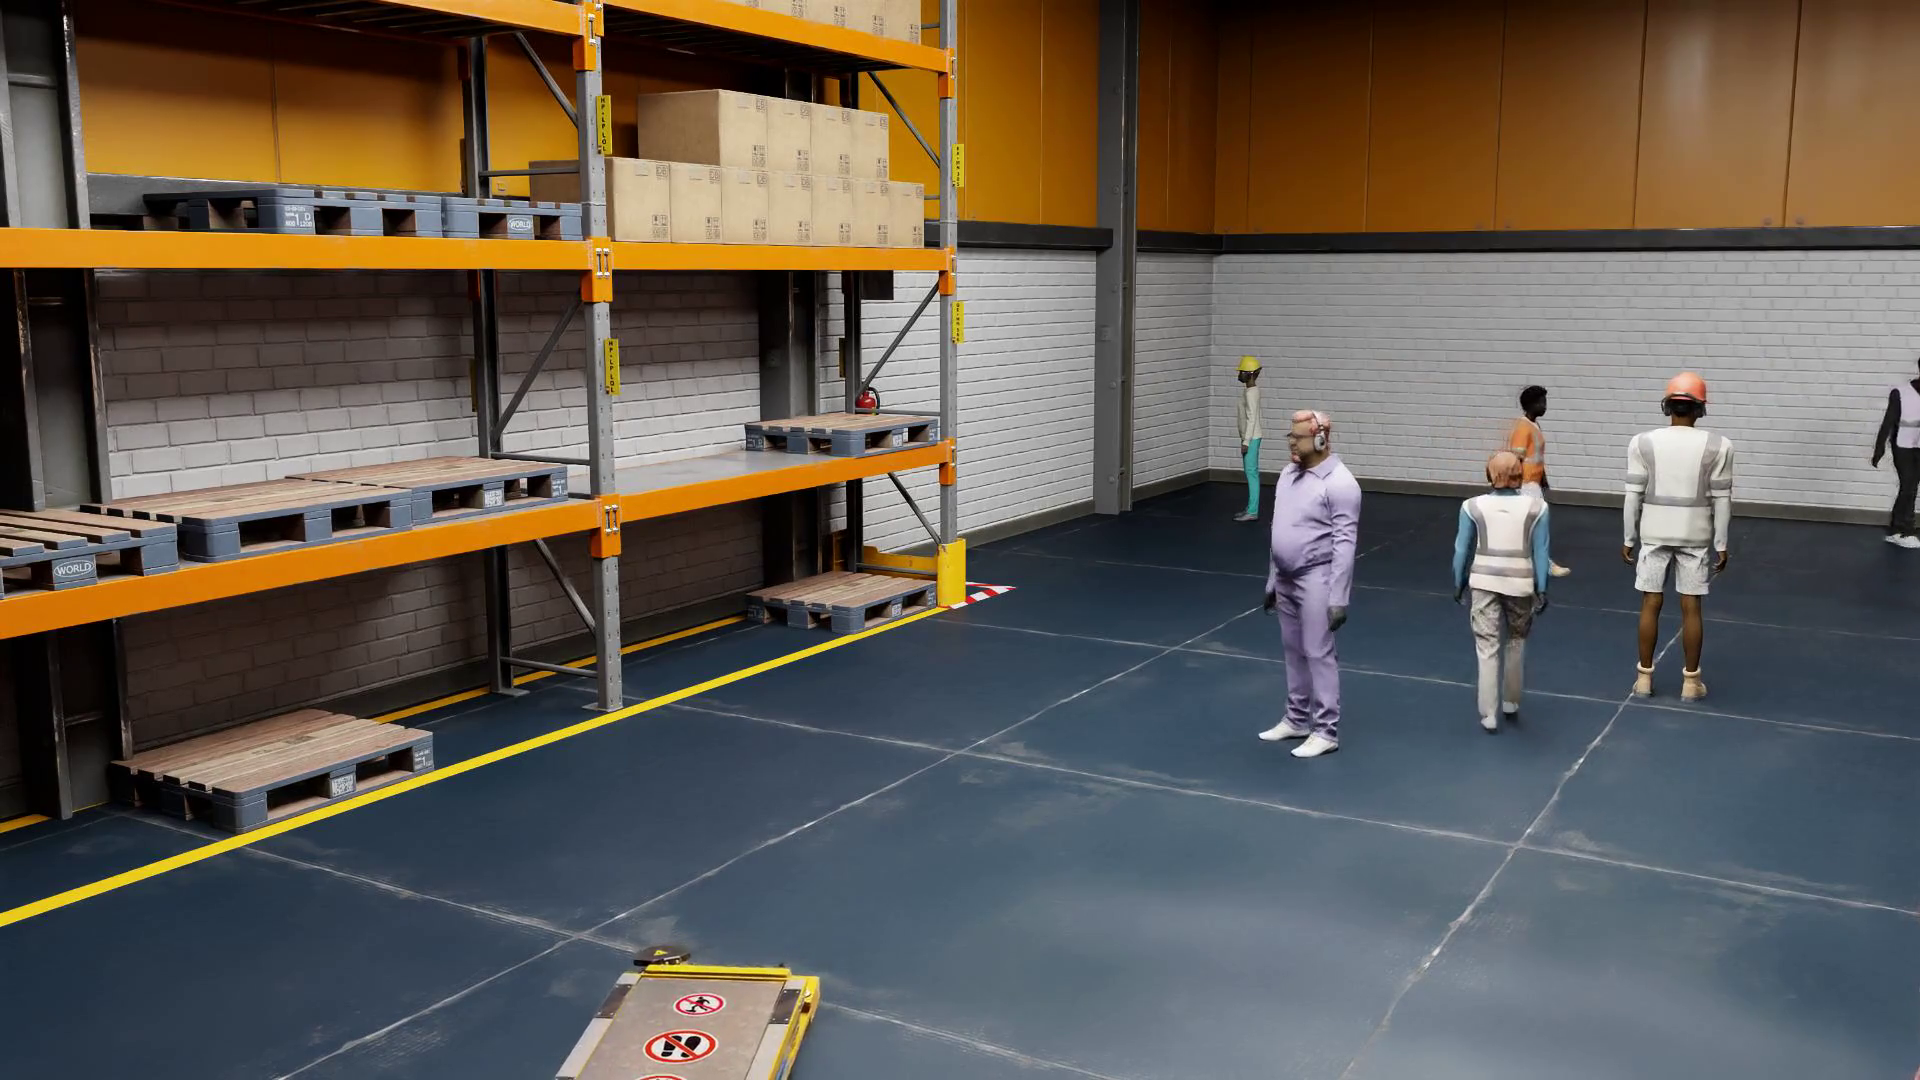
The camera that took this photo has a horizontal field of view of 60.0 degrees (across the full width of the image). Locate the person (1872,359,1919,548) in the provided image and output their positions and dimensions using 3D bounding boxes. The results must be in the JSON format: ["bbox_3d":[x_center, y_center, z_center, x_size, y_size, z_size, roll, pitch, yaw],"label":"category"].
[{"bbox_3d":[9.227,-0.849,16.015,0.669,1.880,0.829,-2,9,-10],"label":"person"}]

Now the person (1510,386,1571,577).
[{"bbox_3d":[5.044,-0.506,14.514,0.775,1.661,0.552,4,10,26],"label":"person"}]

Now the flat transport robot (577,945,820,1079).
[{"bbox_3d":[-0.880,1.668,5.313,0.652,0.197,1.431,1,9,4],"label":"flat transport robot"}]

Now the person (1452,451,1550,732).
[{"bbox_3d":[3.163,0.281,9.760,0.537,1.608,0.705,3,9,16],"label":"person"}]

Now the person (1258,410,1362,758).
[{"bbox_3d":[1.912,0.238,9.191,0.395,1.903,0.674,-4,10,-23],"label":"person"}]

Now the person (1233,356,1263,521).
[{"bbox_3d":[3.083,-1.079,17.811,0.314,1.769,0.524,2,9,13],"label":"person"}]

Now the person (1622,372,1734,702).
[{"bbox_3d":[4.451,-0.020,10.345,0.615,2.038,0.395,5,10,27],"label":"person"}]
